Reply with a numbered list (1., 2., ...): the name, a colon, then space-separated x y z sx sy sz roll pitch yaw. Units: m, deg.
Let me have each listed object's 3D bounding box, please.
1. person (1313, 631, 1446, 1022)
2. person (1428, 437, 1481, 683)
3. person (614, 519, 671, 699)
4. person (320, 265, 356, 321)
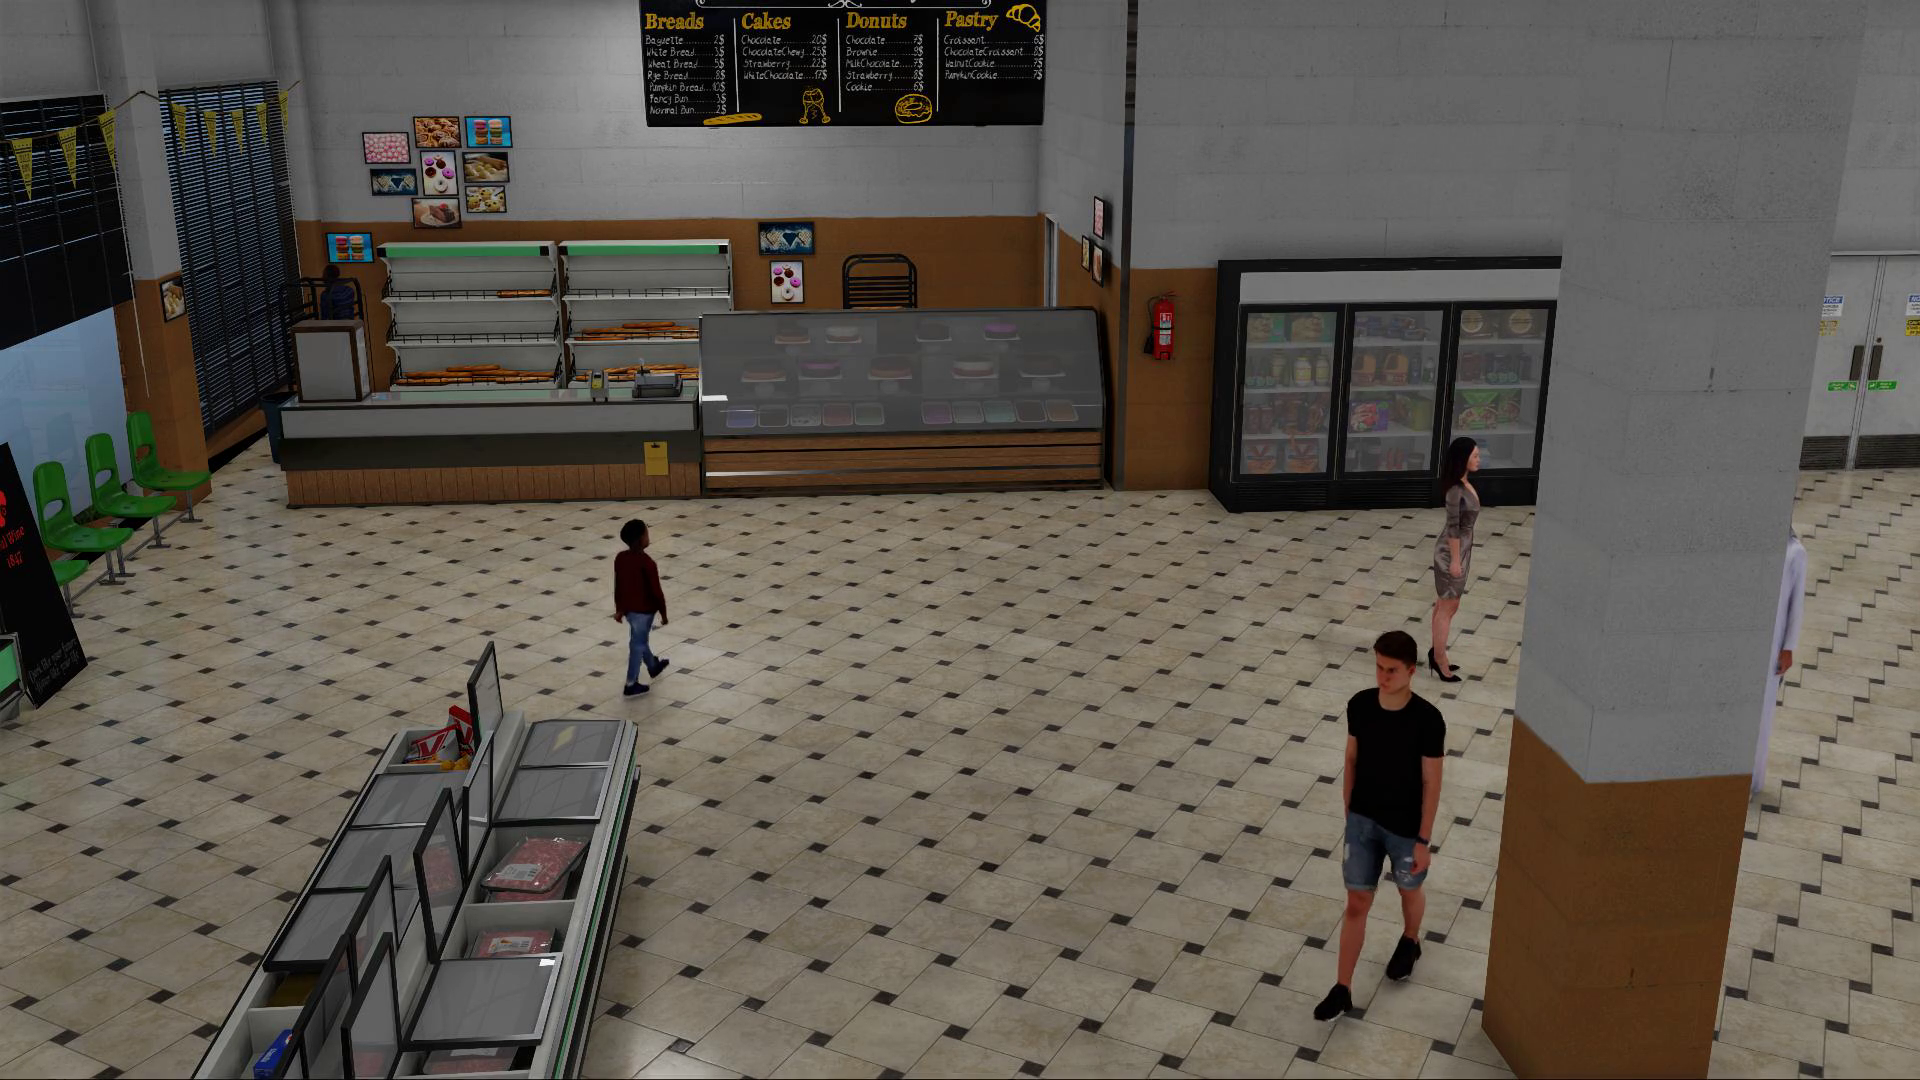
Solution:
1. person: 2.052 1.293 7.738 1.151 1.804 1.253 12 21 35
2. person: 3.459 0.125 11.682 0.710 1.747 0.562 5 18 15
3. person: -2.243 0.488 11.367 0.764 1.236 0.862 10 20 31
4. person: -7.375 -2.367 19.755 0.825 1.825 0.706 6 18 20
